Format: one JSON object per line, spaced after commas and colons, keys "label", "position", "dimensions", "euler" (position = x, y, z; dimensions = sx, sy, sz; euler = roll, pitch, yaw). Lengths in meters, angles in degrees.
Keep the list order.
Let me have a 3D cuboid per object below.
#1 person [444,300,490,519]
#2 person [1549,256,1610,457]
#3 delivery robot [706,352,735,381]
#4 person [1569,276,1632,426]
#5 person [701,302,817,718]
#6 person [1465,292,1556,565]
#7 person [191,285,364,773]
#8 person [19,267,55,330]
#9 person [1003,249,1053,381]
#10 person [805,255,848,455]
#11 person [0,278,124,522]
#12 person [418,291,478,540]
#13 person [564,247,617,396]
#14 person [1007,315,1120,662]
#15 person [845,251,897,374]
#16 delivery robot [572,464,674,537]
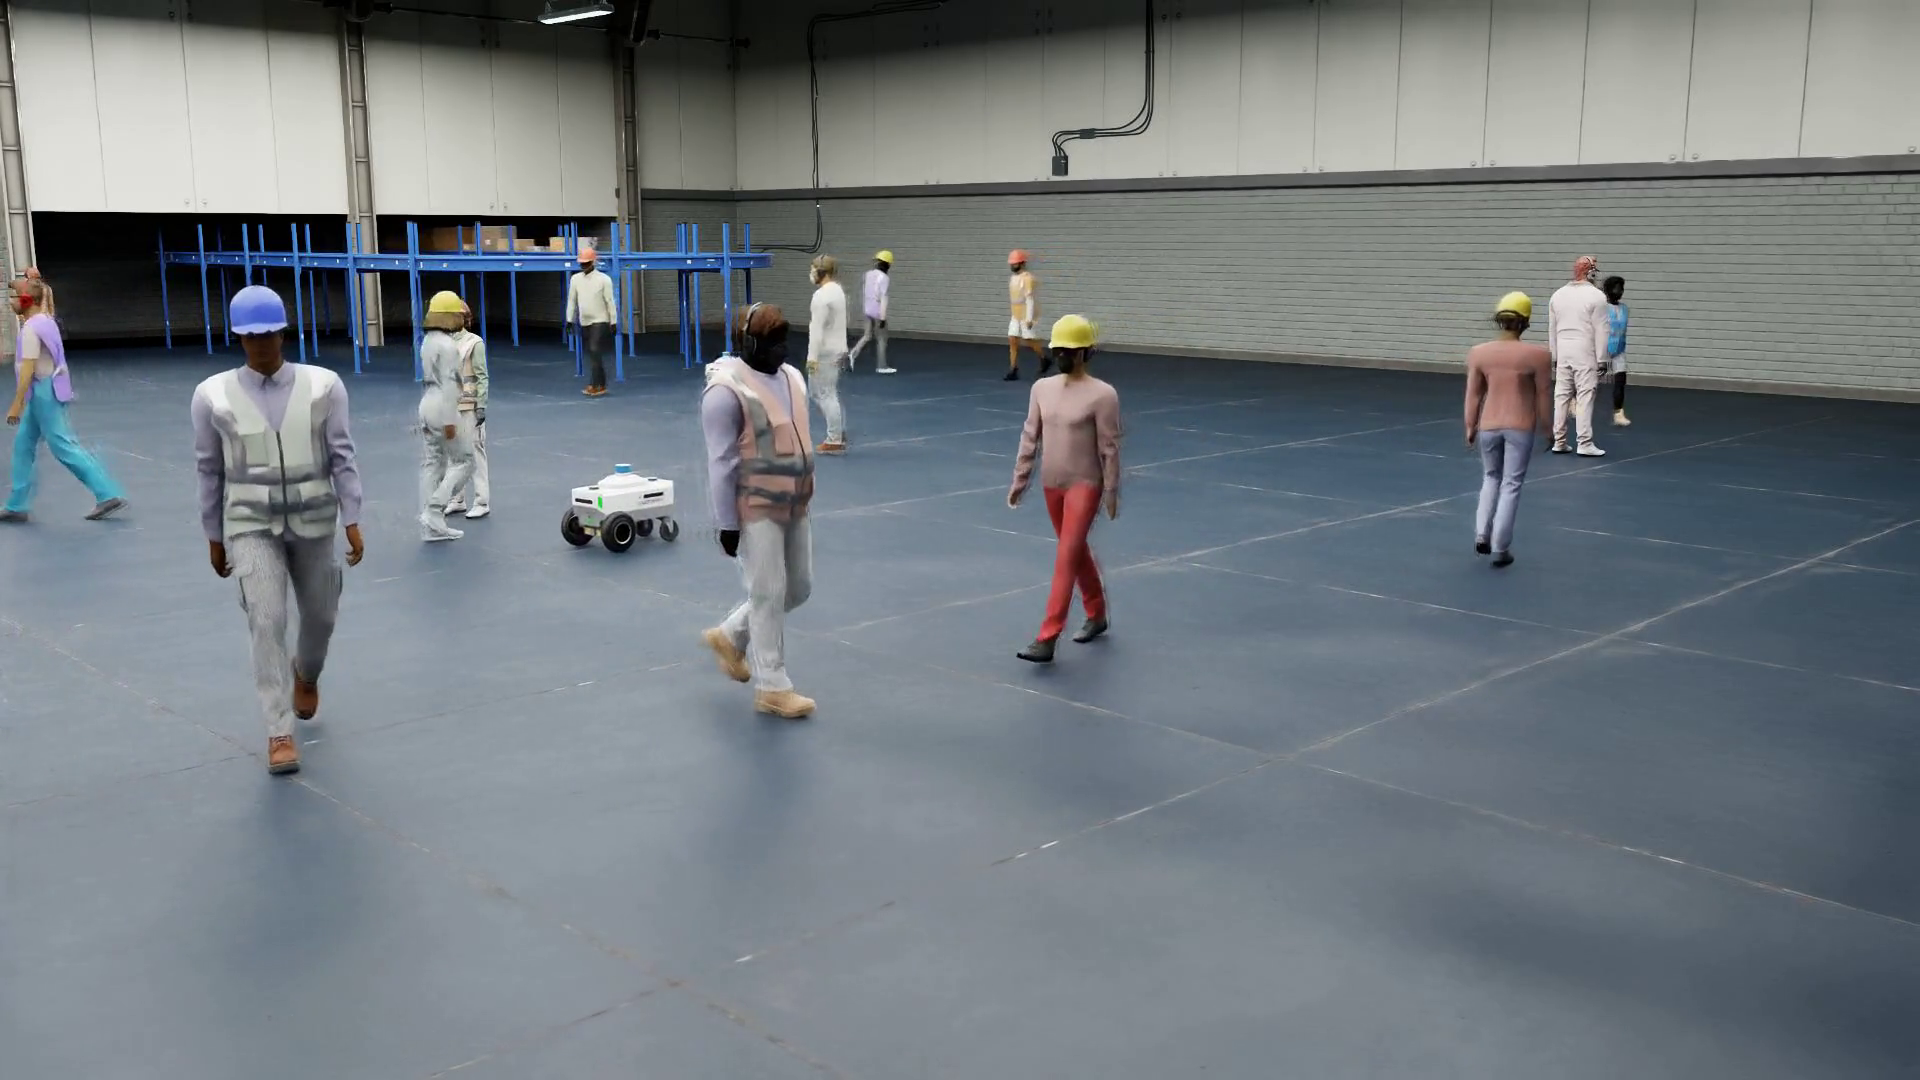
{"label": "person", "position": [-3.756, -0.988, 12.510], "dimensions": [0.524, 1.639, 0.306], "euler": [6, 12, 29]}
{"label": "person", "position": [5.988, -1.770, 16.043], "dimensions": [0.406, 1.911, 0.639], "euler": [-6, 12, -31]}
{"label": "delivery robot", "position": [-3.159, -2.304, 22.506], "dimensions": [0.477, 0.478, 0.707], "euler": [3, 11, 16]}
{"label": "person", "position": [7.257, -2.148, 18.769], "dimensions": [0.539, 1.673, 0.768], "euler": [-4, 11, -21]}
{"label": "person", "position": [-0.904, -0.144, 7.407], "dimensions": [0.593, 1.822, 0.642], "euler": [6, 12, 30]}
{"label": "person", "position": [3.549, -0.715, 10.725], "dimensions": [0.531, 1.753, 0.462], "euler": [8, 13, 39]}
{"label": "person", "position": [-2.785, -0.081, 6.814], "dimensions": [0.612, 1.919, 0.832], "euler": [-6, 12, -28]}
{"label": "person", "position": [-13.627, -3.201, 24.576], "dimensions": [0.315, 1.640, 0.514], "euler": [7, 13, 34]}
{"label": "person", "position": [0.984, -3.316, 24.467], "dimensions": [0.771, 1.914, 0.553], "euler": [-8, 13, -37]}
{"label": "person", "position": [-1.312, -1.784, 16.097], "dimensions": [0.445, 1.924, 0.629], "euler": [2, 11, 8]}
{"label": "person", "position": [-6.774, -1.036, 12.338], "dimensions": [0.930, 1.805, 0.566], "euler": [-5, 11, -25]}
{"label": "person", "position": [-3.572, -0.854, 11.529], "dimensions": [0.395, 1.727, 0.499], "euler": [-9, 14, -41]}
{"label": "person", "position": [-4.908, -2.873, 21.933], "dimensions": [0.620, 1.953, 0.887], "euler": [5, 11, 24]}
{"label": "person", "position": [0.547, -0.274, 8.413], "dimensions": [0.529, 1.723, 0.913], "euler": [9, 14, 42]}
{"label": "person", "position": [-1.348, -3.459, 25.329], "dimensions": [0.805, 1.880, 0.657], "euler": [-8, 13, -37]}
{"label": "delivery robot", "position": [-2.319, -0.282, 11.482], "dimensions": [0.477, 0.478, 0.707], "euler": [8, 13, 37]}
